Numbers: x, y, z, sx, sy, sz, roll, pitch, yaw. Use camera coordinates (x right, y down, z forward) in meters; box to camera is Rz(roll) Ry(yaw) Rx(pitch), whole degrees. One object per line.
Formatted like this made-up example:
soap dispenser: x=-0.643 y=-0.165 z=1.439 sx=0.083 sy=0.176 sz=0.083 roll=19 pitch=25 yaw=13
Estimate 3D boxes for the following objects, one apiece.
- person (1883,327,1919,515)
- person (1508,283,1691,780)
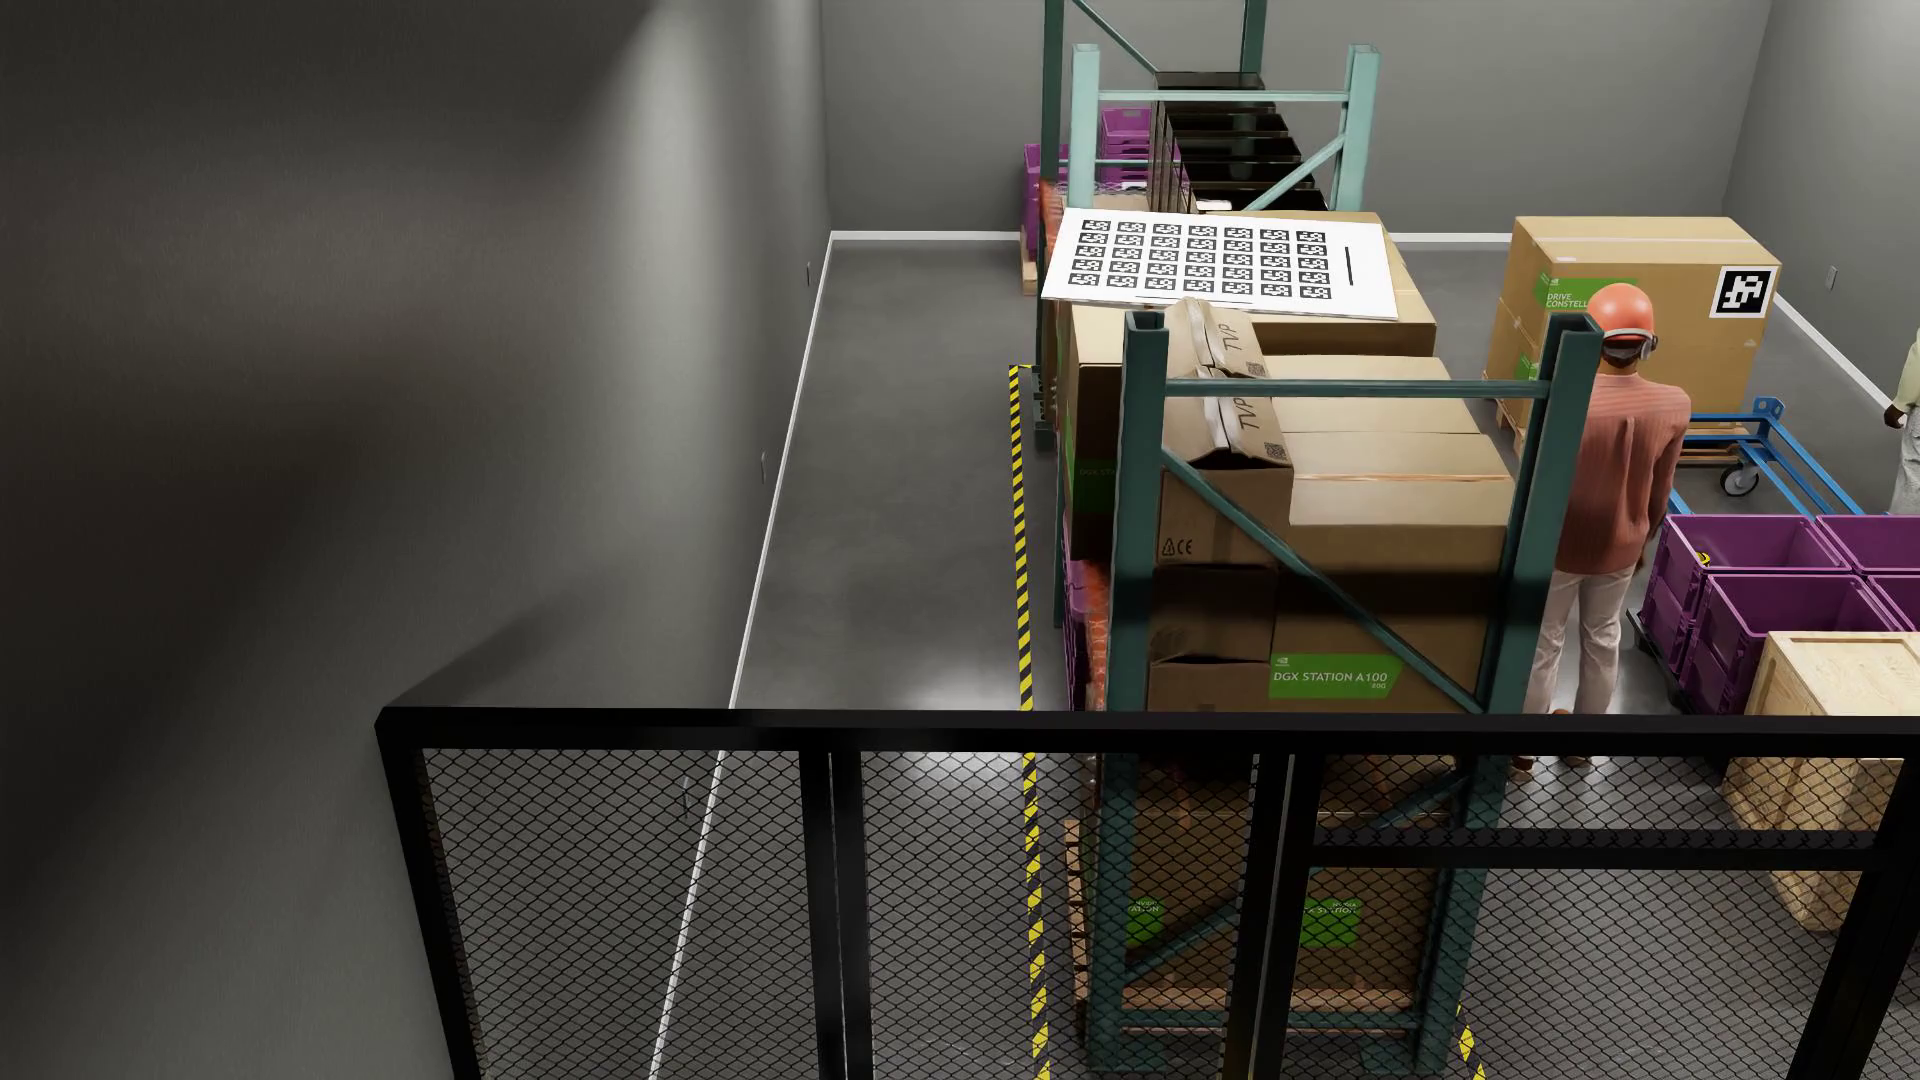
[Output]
person: x=4.444 y=-0.646 z=7.388 sx=0.589 sy=1.834 sz=0.403 roll=2 pitch=31 yaw=3
person: x=2.287 y=0.006 z=6.161 sx=0.613 sy=1.985 sz=0.402 roll=-6 pitch=32 yaw=-10
